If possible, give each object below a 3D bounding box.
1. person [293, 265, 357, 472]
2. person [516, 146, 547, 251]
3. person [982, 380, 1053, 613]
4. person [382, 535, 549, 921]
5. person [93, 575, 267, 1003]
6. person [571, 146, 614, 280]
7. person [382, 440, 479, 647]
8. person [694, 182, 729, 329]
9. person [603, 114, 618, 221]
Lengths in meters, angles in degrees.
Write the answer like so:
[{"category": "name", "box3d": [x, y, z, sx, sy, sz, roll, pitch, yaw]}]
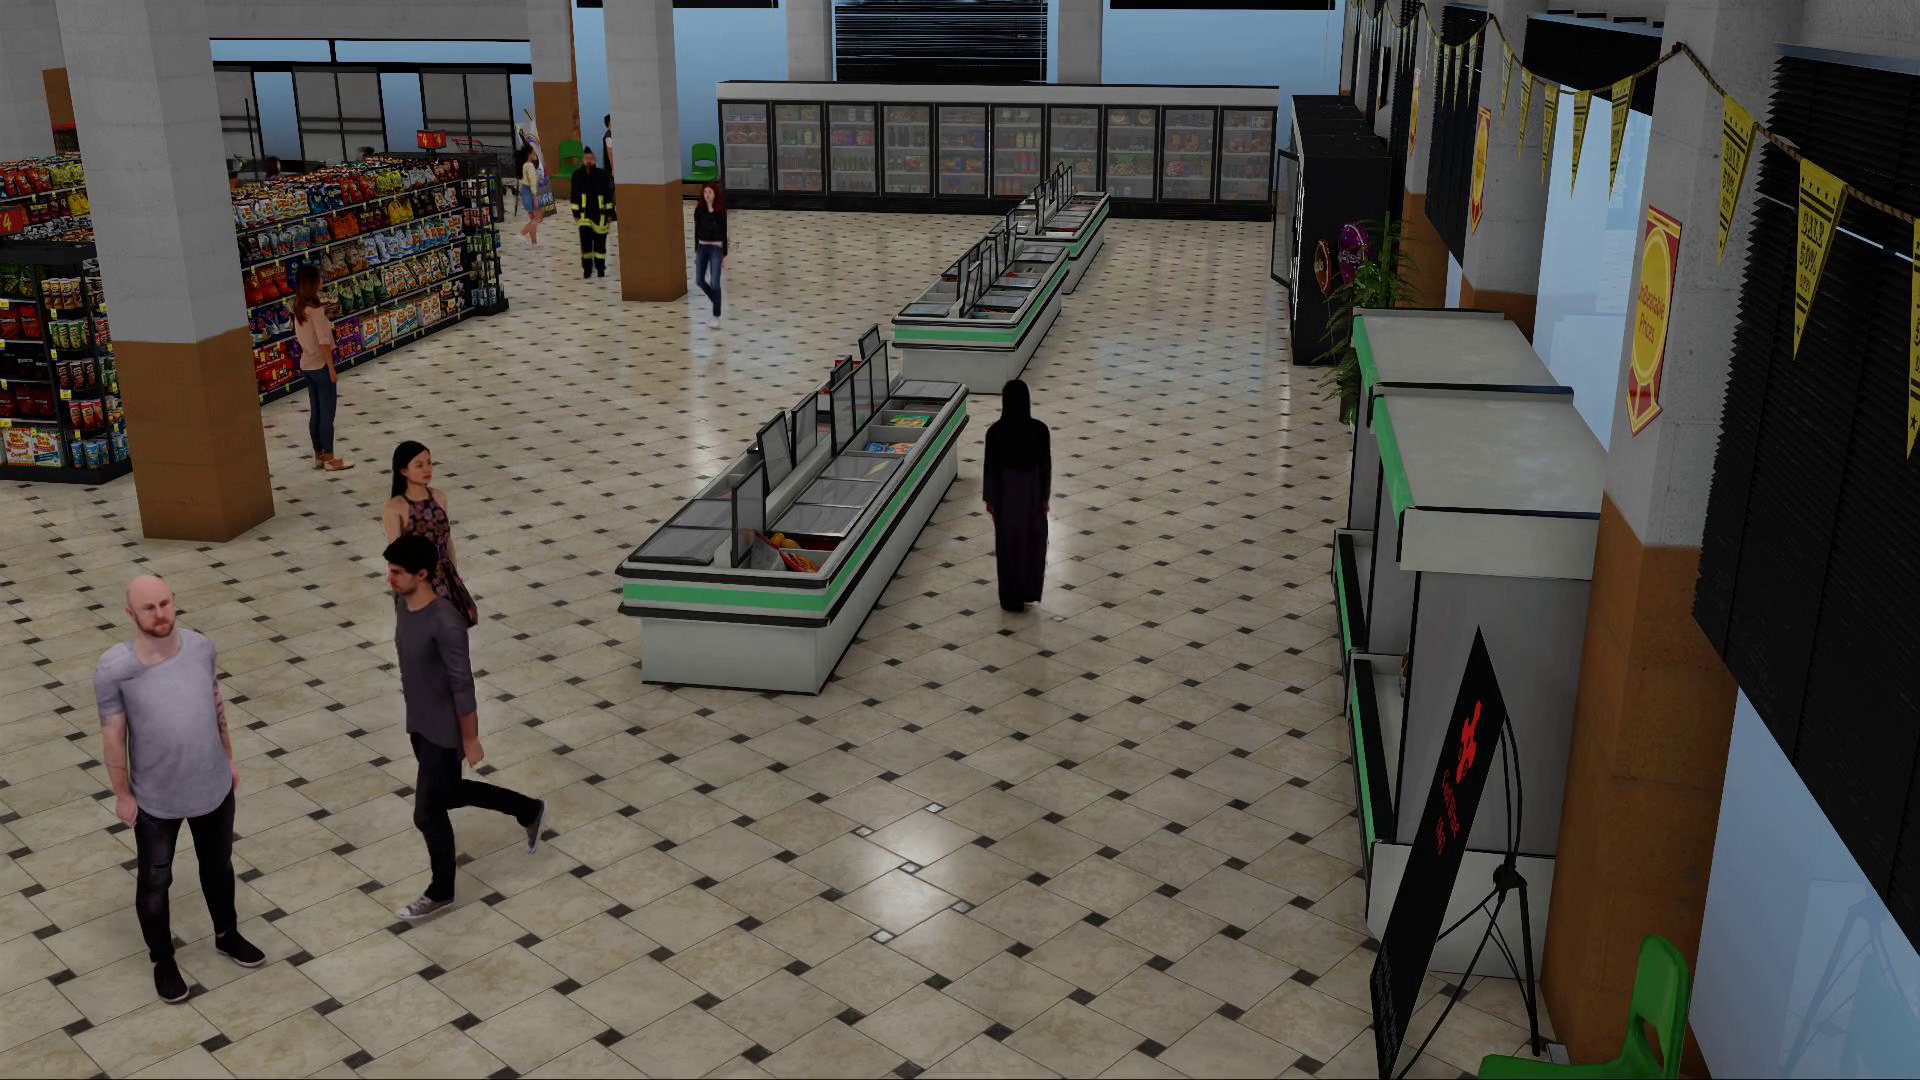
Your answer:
[{"category": "person", "box3d": [-5.595, -1.499, 14.483, 0.697, 1.792, 0.670, -18, 25, -42]}, {"category": "person", "box3d": [-6.873, -5.405, 26.334, 0.922, 1.621, 0.861, -13, 23, -34]}, {"category": "person", "box3d": [0.387, -0.270, 11.125, 0.680, 1.609, 0.779, 0, 19, 1]}, {"category": "person", "box3d": [-2.275, 0.821, 7.562, 1.173, 1.819, 1.090, -12, 22, -32]}, {"category": "person", "box3d": [-3.276, 1.007, 6.980, 0.824, 1.837, 0.699, 14, 23, 36]}, {"category": "person", "box3d": [-5.266, -4.714, 23.937, 0.861, 1.844, 0.866, -3, 19, -9]}, {"category": "person", "box3d": [-2.963, 0.312, 9.157, 0.895, 1.764, 0.863, 12, 22, 32]}, {"category": "person", "box3d": [-3.026, -3.511, 20.469, 0.609, 1.779, 0.736, 4, 19, 13]}, {"category": "person", "box3d": [-6.220, -6.649, 29.673, 0.791, 1.846, 0.654, -4, 19, -11]}]
